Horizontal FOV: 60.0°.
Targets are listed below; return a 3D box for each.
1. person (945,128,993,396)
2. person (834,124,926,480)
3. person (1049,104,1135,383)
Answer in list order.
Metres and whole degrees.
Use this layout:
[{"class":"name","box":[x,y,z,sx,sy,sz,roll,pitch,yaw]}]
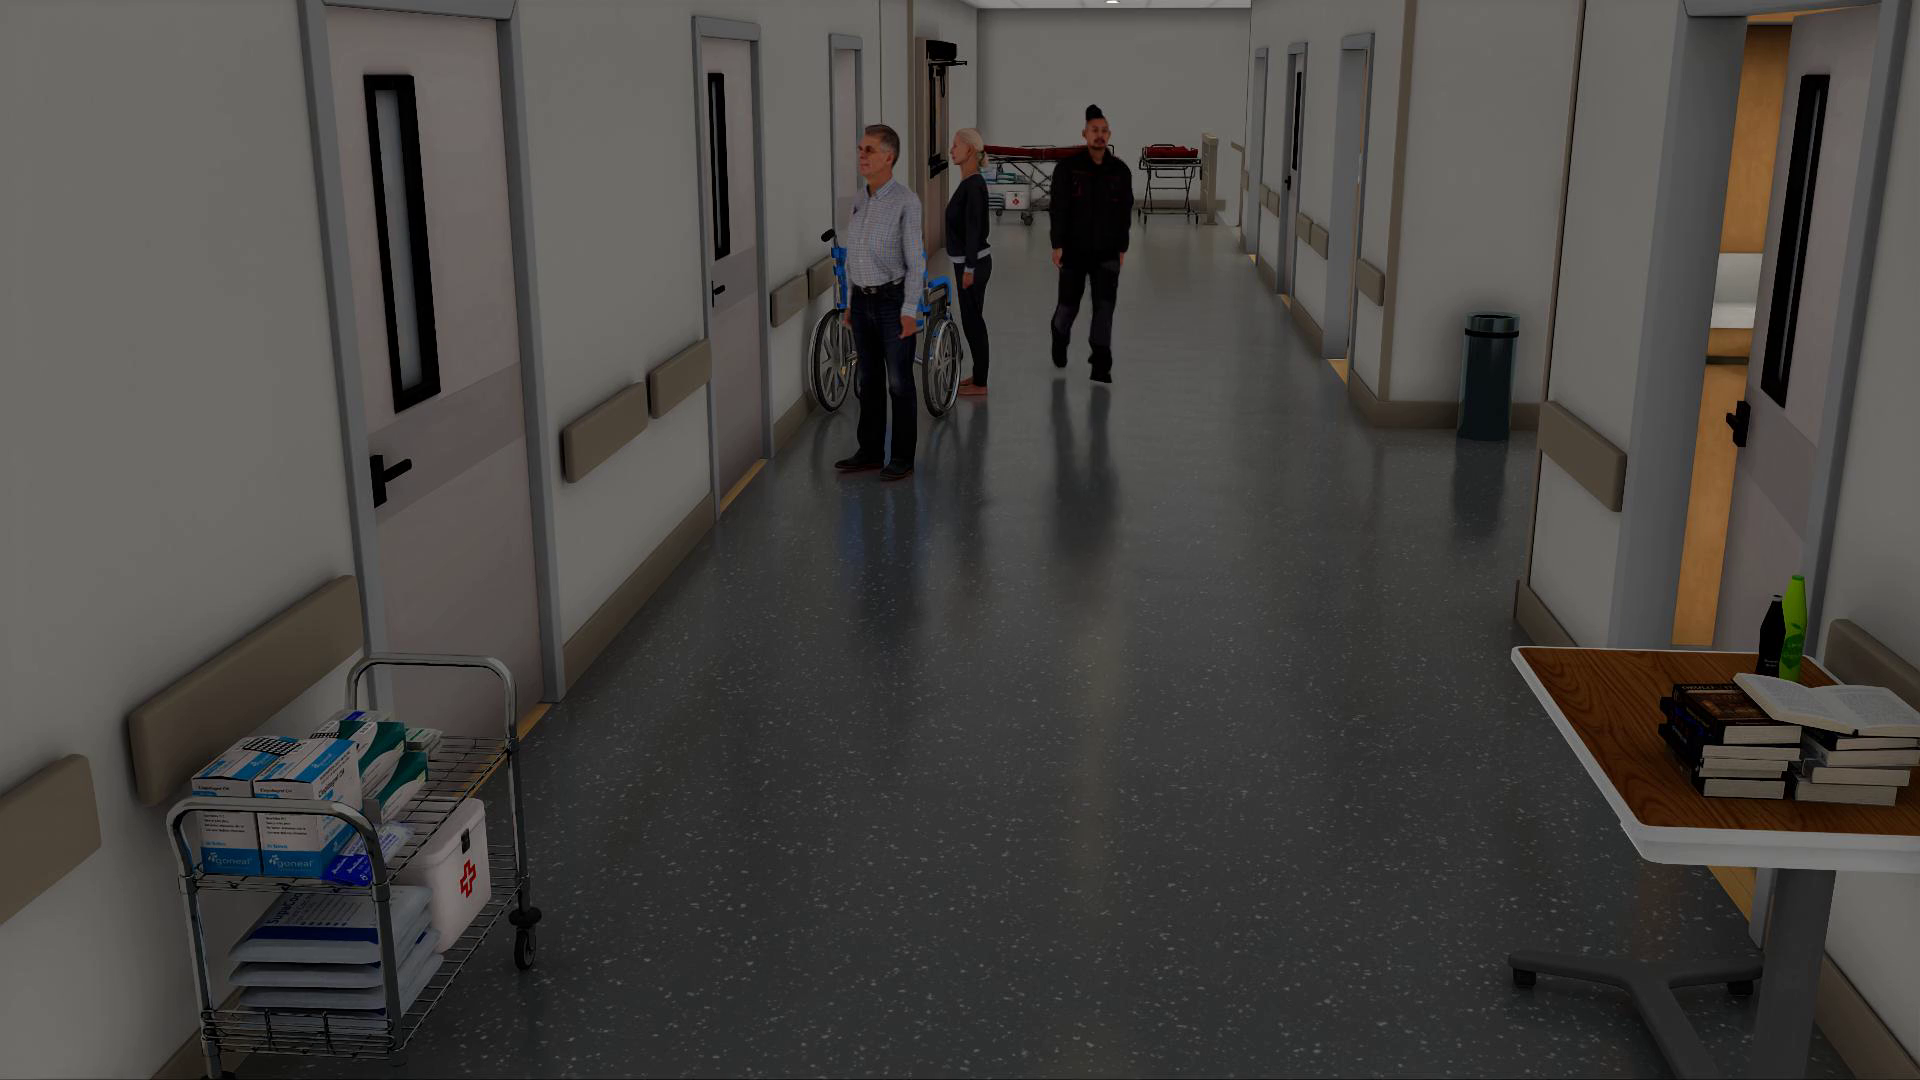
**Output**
[{"class":"person","box":[0.084,-1.834,10.948,0.693,1.726,0.517,-1,16,-5]},{"class":"person","box":[-0.397,-1.239,8.667,0.740,1.820,0.769,14,21,40]},{"class":"person","box":[0.855,-2.018,11.391,0.941,1.840,1.163,-3,16,-10]}]
